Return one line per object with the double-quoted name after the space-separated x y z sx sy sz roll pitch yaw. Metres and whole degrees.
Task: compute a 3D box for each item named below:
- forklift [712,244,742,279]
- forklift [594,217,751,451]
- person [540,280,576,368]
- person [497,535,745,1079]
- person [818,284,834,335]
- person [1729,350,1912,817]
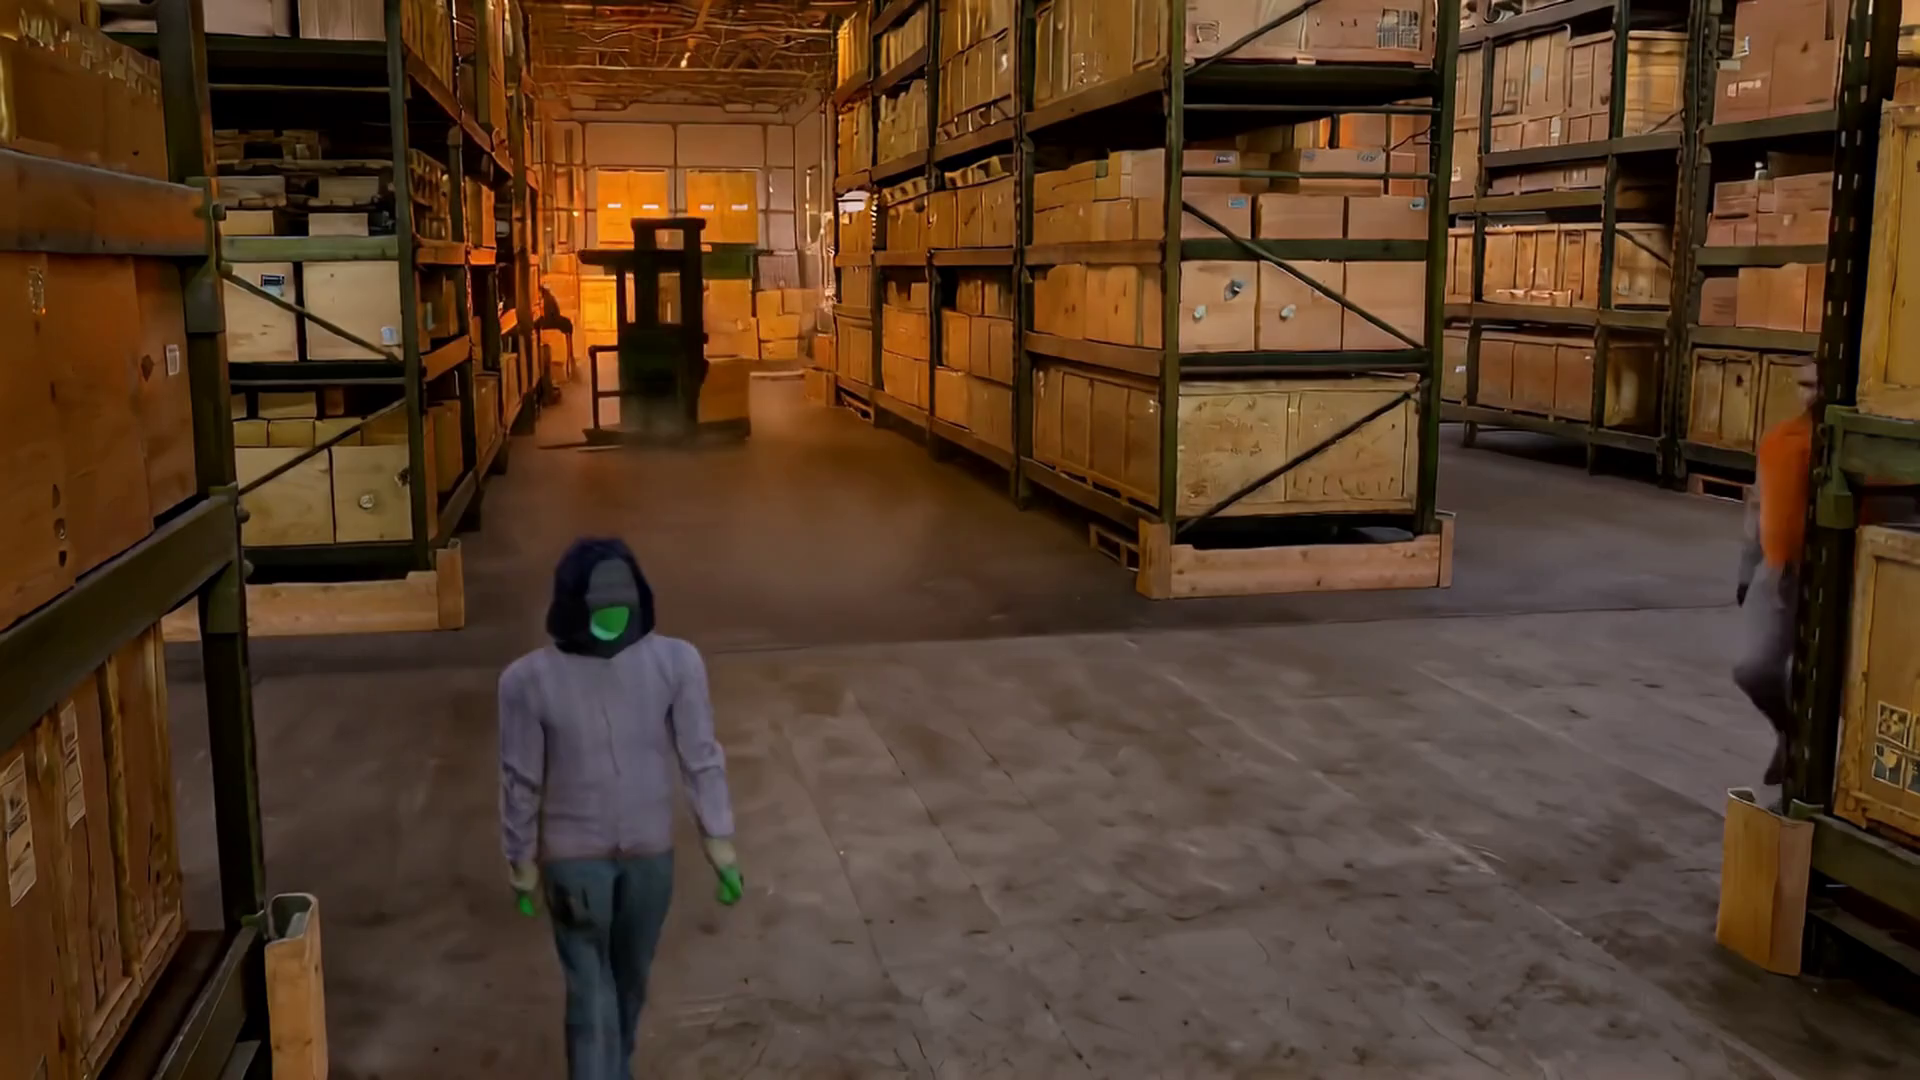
-6.149 -6.433 44.035 1.873 2.768 1.129 4 10 25 "forklift"
-3.579 -2.588 20.596 1.129 2.768 1.873 6 11 32 "forklift"
-8.771 -4.601 35.738 1.032 1.948 0.640 -4 10 -24 "person"
-0.807 0.783 3.972 0.515 1.591 0.859 -5 10 -27 "person"
-2.497 -3.884 31.490 0.806 1.888 0.575 -6 11 -32 "person"
3.434 0.177 6.721 0.427 1.895 0.667 -5 11 -30 "person"
